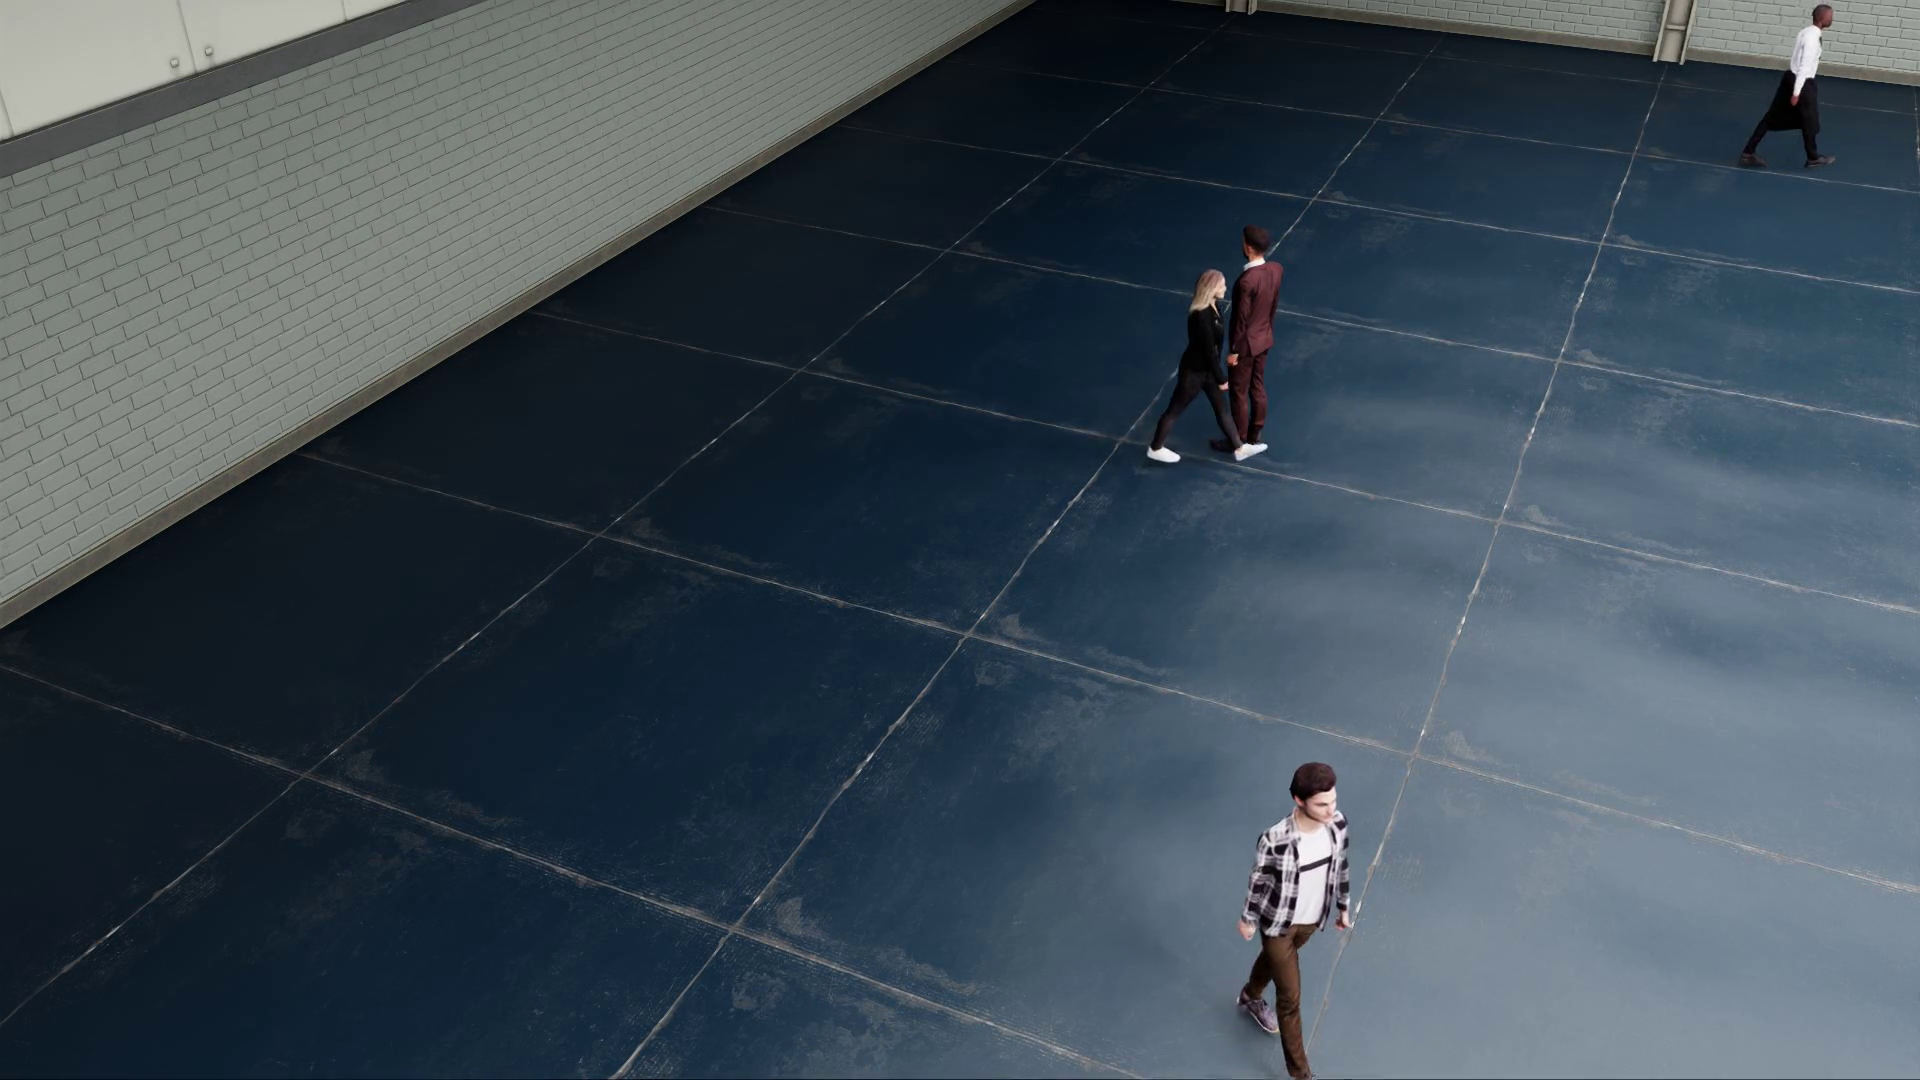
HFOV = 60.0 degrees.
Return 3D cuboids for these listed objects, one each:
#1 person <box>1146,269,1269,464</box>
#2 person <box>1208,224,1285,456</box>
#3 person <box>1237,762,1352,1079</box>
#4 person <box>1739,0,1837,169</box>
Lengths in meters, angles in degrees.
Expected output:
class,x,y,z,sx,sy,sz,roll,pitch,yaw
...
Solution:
class,x,y,z,sx,sy,sz,roll,pitch,yaw
person,1.711,-1.270,12.690,1.200,1.641,0.745,7,33,11
person,2.255,-1.546,12.920,0.696,1.863,0.756,26,41,35
person,1.507,1.712,7.842,1.035,1.770,1.165,-15,35,-23
person,9.183,-5.004,18.469,1.284,1.790,0.915,4,33,7
